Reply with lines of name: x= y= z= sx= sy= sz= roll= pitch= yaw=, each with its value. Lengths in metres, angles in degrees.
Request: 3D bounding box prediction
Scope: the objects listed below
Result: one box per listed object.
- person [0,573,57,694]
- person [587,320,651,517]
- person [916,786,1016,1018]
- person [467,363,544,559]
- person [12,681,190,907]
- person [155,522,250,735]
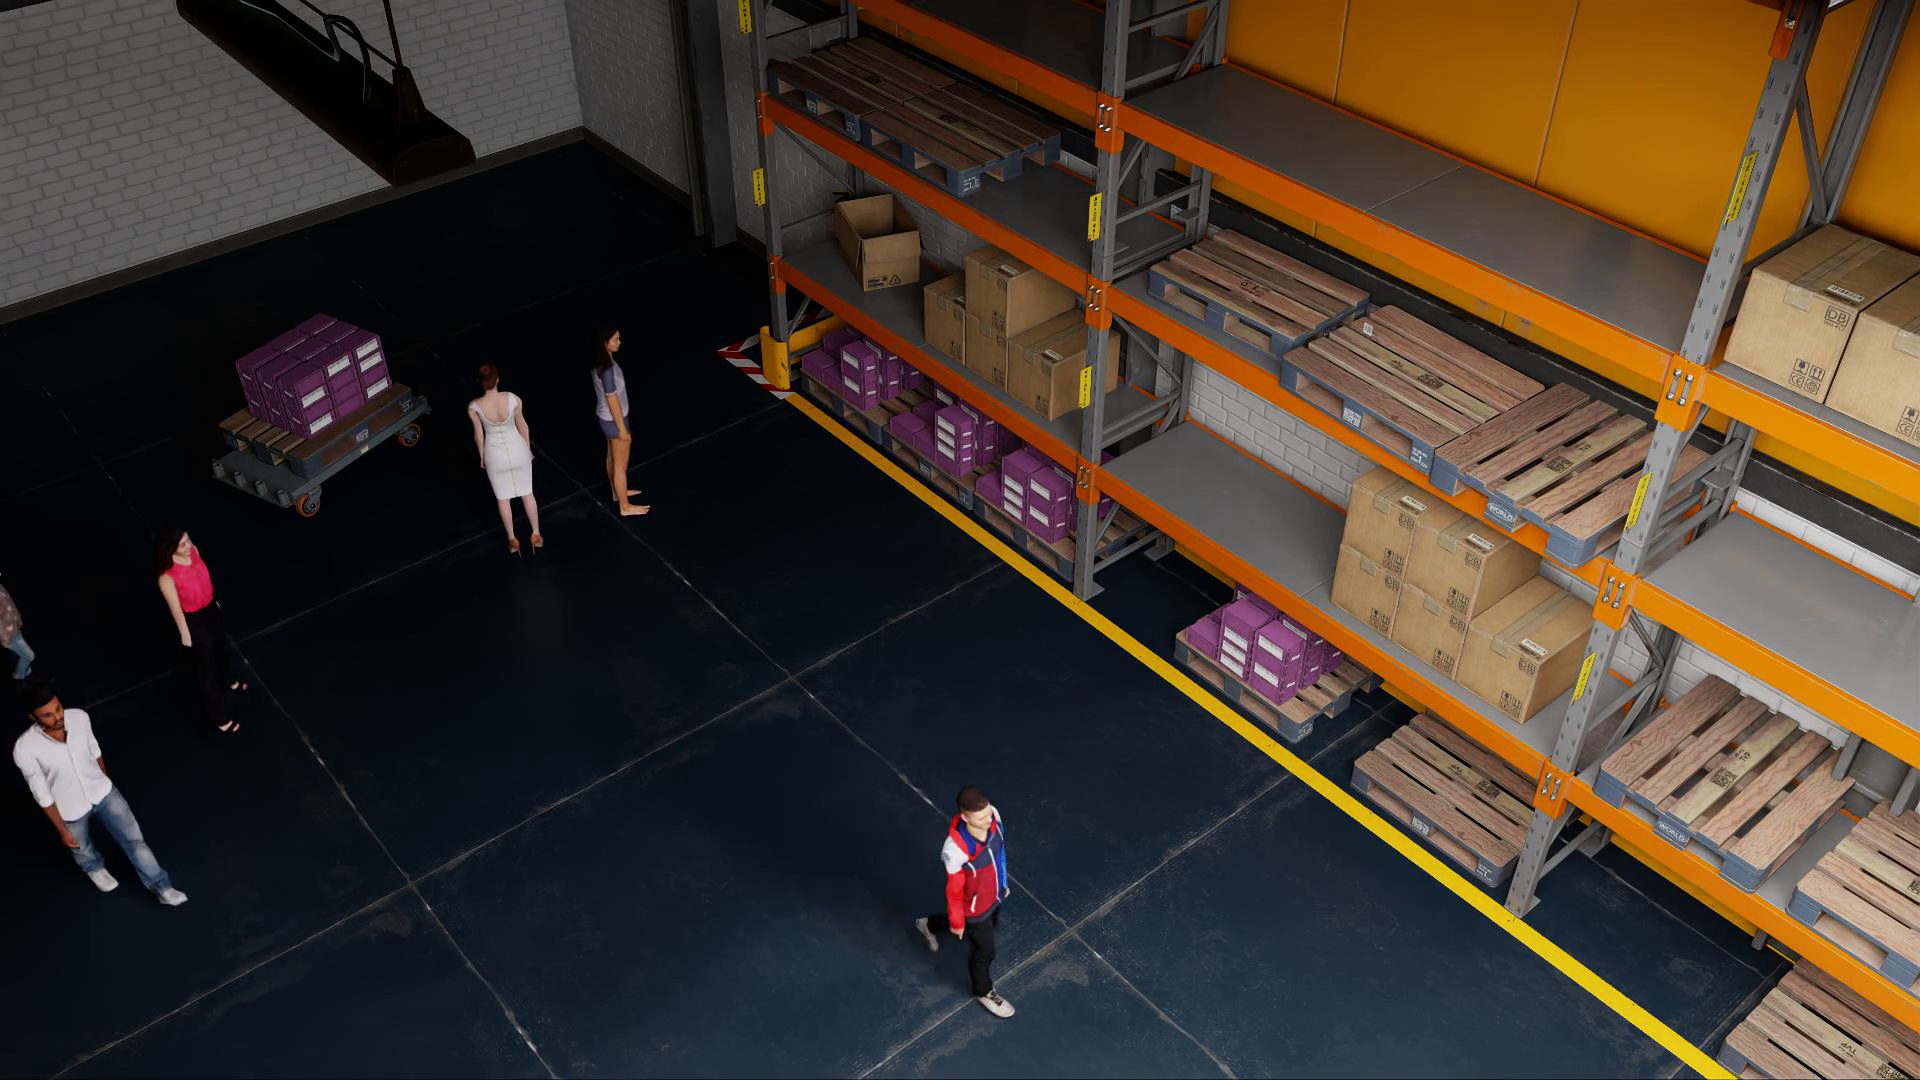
person: x=-6.784 y=0.627 z=11.736 sx=0.622 sy=1.190 sz=0.529 roll=-13 pitch=40 yaw=-16
person: x=-2.775 y=-0.983 z=13.315 sx=0.707 sy=1.733 sz=0.564 roll=-13 pitch=40 yaw=-16
person: x=0.027 y=2.005 z=9.569 sx=1.065 sy=1.740 sz=0.854 roll=20 pitch=43 yaw=23
person: x=-3.497 y=-0.622 z=12.816 sx=0.626 sy=1.793 sz=0.599 roll=-11 pitch=40 yaw=-13
person: x=-5.419 y=1.534 z=10.134 sx=1.175 sy=1.772 sz=0.815 roll=25 pitch=45 yaw=28
person: x=-5.240 y=0.559 z=11.449 sx=0.854 sy=1.654 sz=0.788 roll=2 pitch=39 yaw=2
